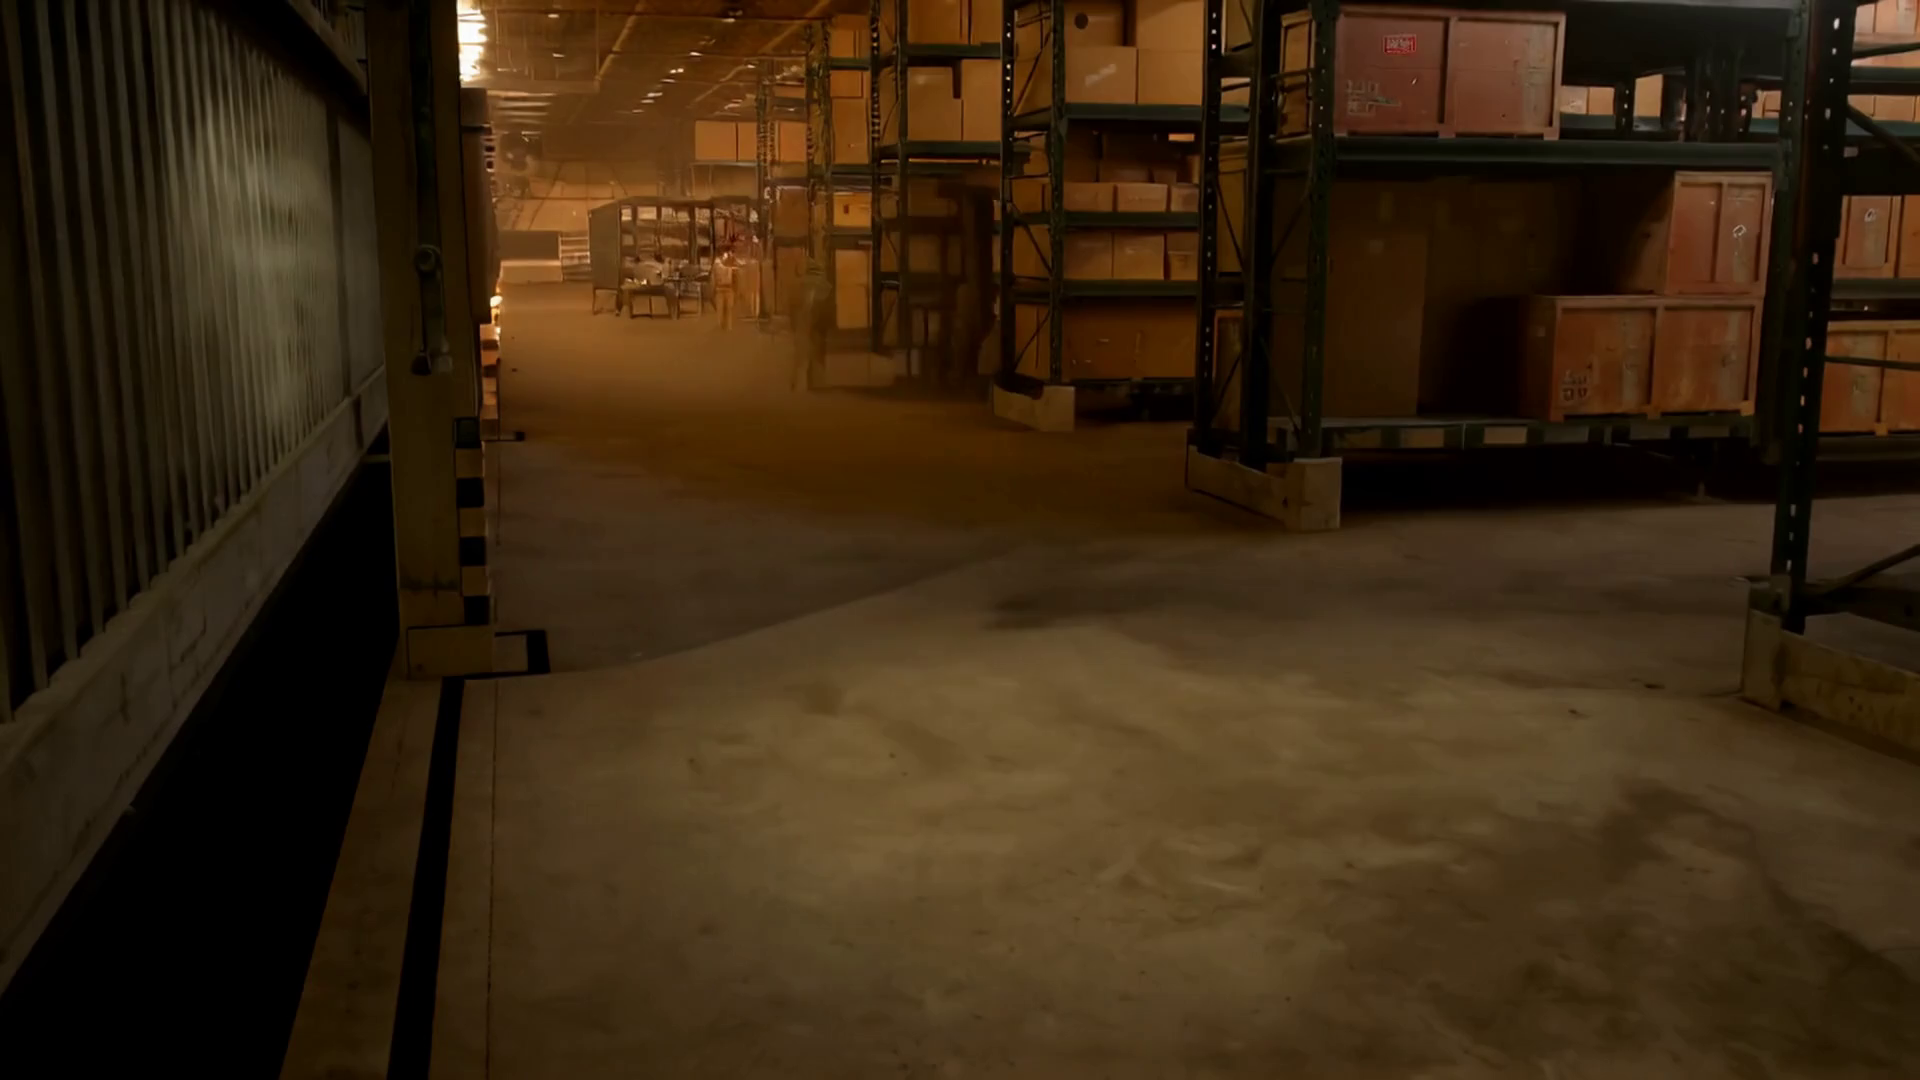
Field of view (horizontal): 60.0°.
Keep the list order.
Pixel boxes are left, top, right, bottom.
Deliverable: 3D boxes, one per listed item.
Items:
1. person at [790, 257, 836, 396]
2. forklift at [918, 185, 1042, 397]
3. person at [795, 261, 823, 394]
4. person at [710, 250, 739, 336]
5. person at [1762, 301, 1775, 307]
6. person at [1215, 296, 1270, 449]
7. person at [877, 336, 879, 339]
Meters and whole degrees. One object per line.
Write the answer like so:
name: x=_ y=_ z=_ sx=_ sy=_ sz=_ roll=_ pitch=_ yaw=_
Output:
person: x=-2.010 y=-2.920 z=22.732 sx=0.648 sy=1.888 sz=0.518 roll=-4 pitch=11 yaw=-22
forklift: x=0.227 y=-3.377 z=22.493 sx=1.873 sy=2.768 sz=1.129 roll=-3 pitch=10 yaw=-15
person: x=-2.054 y=-2.921 z=22.900 sx=0.430 sy=1.822 sz=0.713 roll=2 pitch=10 yaw=11
person: x=-5.336 y=-5.593 z=37.711 sx=0.642 sy=1.933 sz=0.520 roll=-2 pitch=10 yaw=-12
person: x=8.221 y=-1.906 z=17.185 sx=0.635 sy=1.811 sz=0.600 roll=-3 pitch=10 yaw=-15
person: x=2.834 y=-1.782 z=16.650 sx=0.563 sy=1.752 sz=0.326 roll=3 pitch=10 yaw=15
person: x=-1.521 y=-5.236 z=36.344 sx=0.887 sy=1.691 sz=0.510 roll=1 pitch=10 yaw=6
